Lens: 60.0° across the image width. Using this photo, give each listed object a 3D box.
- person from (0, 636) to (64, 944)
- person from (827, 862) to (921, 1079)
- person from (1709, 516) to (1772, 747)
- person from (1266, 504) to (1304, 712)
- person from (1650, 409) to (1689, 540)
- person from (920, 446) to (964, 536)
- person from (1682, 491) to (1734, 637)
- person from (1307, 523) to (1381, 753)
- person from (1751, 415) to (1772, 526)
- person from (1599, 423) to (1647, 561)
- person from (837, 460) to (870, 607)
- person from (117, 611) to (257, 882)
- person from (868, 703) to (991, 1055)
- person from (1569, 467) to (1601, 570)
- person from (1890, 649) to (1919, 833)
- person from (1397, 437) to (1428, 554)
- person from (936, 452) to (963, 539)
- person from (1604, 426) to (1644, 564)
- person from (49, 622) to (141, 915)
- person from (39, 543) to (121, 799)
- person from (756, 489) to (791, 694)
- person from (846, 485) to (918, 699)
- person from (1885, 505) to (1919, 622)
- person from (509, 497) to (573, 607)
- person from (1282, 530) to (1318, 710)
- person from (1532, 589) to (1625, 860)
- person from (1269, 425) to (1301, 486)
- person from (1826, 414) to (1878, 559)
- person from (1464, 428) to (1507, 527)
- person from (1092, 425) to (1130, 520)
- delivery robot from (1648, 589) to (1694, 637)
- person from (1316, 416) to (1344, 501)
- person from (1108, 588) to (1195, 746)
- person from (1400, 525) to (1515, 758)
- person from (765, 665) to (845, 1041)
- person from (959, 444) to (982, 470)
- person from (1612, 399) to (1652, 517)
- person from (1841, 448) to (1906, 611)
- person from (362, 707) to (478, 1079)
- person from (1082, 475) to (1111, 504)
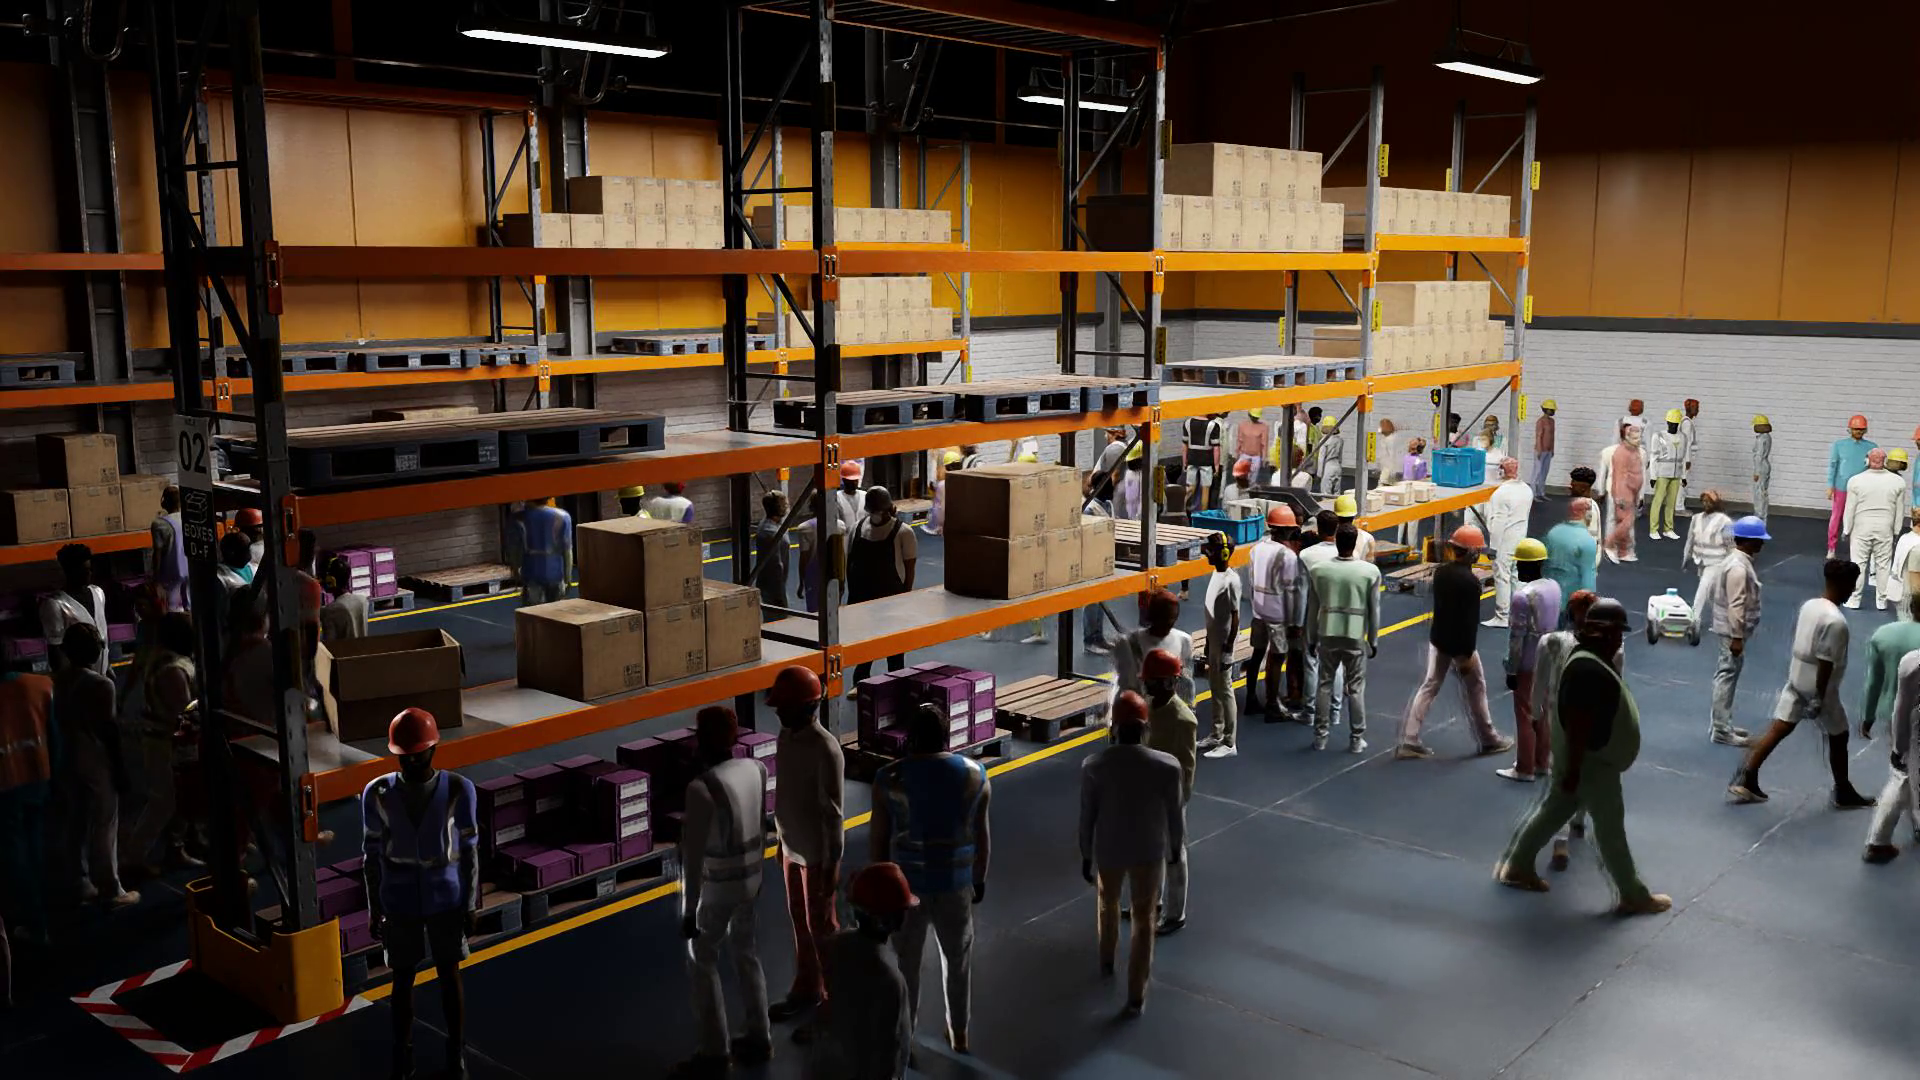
[{"bbox_3d":[-5.756,1.462,10.011,0.776,1.885,0.617,7,12,34],"label":"person"},{"bbox_3d":[-0.269,2.107,6.674,0.865,1.704,0.590,-5,11,-27],"label":"person"},{"bbox_3d":[6.573,0.754,14.057,0.406,1.946,0.608,4,10,25],"label":"person"},{"bbox_3d":[2.964,0.606,15.079,0.598,1.907,0.409,-6,11,-30],"label":"person"},{"bbox_3d":[10.390,-0.960,24.359,0.594,1.923,0.372,-2,10,-13],"label":"person"},{"bbox_3d":[-0.186,-0.936,24.446,0.674,1.843,0.961,-5,11,-27],"label":"person"},{"bbox_3d":[8.111,0.253,18.087,0.886,1.589,0.536,-4,10,-23],"label":"person"},{"bbox_3d":[3.185,0.813,13.853,0.590,1.907,0.413,3,10,19],"label":"person"},{"bbox_3d":[12.255,-1.057,25.513,0.323,1.737,0.484,7,12,37],"label":"person"},{"bbox_3d":[9.016,-0.632,22.639,0.613,1.903,0.857,7,12,35],"label":"person"},{"bbox_3d":[-1.176,0.098,18.009,0.549,1.936,0.376,-6,11,-31],"label":"person"},{"bbox_3d":[-5.208,1.350,11.009,0.870,1.800,0.626,-4,10,-24],"label":"person"},{"bbox_3d":[-0.160,1.737,8.537,0.632,1.837,0.429,-2,10,-10],"label":"person"},{"bbox_3d":[6.429,0.217,17.208,0.373,1.966,0.607,3,10,16],"label":"person"},{"bbox_3d":[6.369,1.358,10.696,0.637,1.863,0.890,2,10,12],"label":"person"},{"bbox_3d":[6.321,-0.617,23.197,0.311,1.633,0.519,-3,10,-19],"label":"person"},{"bbox_3d":[-0.068,-0.203,20.342,0.524,1.760,0.327,-7,12,-37],"label":"person"},{"bbox_3d":[8.972,-0.599,22.333,0.394,1.885,0.754,8,12,39],"label":"person"},{"bbox_3d":[-5.439,1.424,10.396,0.510,1.838,0.336,4,10,21],"label":"person"},{"bbox_3d":[-6.646,0.988,12.608,0.361,1.964,0.616,2,10,10],"label":"person"},{"bbox_3d":[-1.740,0.484,15.696,0.367,1.940,0.634,-2,10,-12],"label":"person"},{"bbox_3d":[-0.764,0.488,15.369,0.674,2.000,0.535,3,10,18],"label":"person"},{"bbox_3d":[8.807,0.581,15.435,0.394,1.836,0.561,4,10,23],"label":"person"},{"bbox_3d":[-4.138,0.318,16.458,0.614,2.019,0.697,0,10,-2],"label":"person"},{"bbox_3d":[3.146,0.707,15.200,0.387,1.657,0.644,3,10,15],"label":"person"},{"bbox_3d":[4.241,1.254,11.451,0.576,1.835,1.004,3,10,16],"label":"person"},{"bbox_3d":[4.862,-0.905,24.860,0.538,1.654,0.876,-2,10,-10],"label":"person"},{"bbox_3d":[12.173,-0.719,22.712,0.609,1.996,0.379,2,10,14],"label":"person"},{"bbox_3d":[6.983,-0.555,22.081,1.007,1.890,0.643,-7,12,-35],"label":"person"},{"bbox_3d":[2.017,-0.648,22.157,0.538,2.000,0.689,4,10,23],"label":"person"},{"bbox_3d":[7.628,0.767,17.851,0.477,0.478,0.707,2,10,12],"label":"delivery robot"},{"bbox_3d":[5.603,-1.018,25.267,0.484,1.739,0.319,-7,12,-34],"label":"person"},{"bbox_3d":[1.327,1.245,11.364,0.597,1.865,0.478,-4,10,-23],"label":"person"},{"bbox_3d":[4.066,0.836,13.602,1.021,1.947,0.621,-4,10,-20],"label":"person"},{"bbox_3d":[-0.820,1.625,8.761,0.409,1.986,0.621,-6,11,-31],"label":"person"},{"bbox_3d":[0.136,-0.594,23.059,0.364,1.614,0.520,-7,12,-36],"label":"person"},{"bbox_3d":[10.723,-1.310,26.585,0.620,1.879,0.352,6,11,33],"label":"person"},{"bbox_3d":[10.646,-0.120,19.422,0.636,1.903,0.406,3,10,15],"label":"person"},{"bbox_3d":[-2.617,1.756,8.107,0.543,1.939,0.355,-2,10,-12],"label":"person"},{"bbox_3d":[1.549,0.009,19.625,0.494,1.598,0.867,1,10,6],"label":"person"}]
